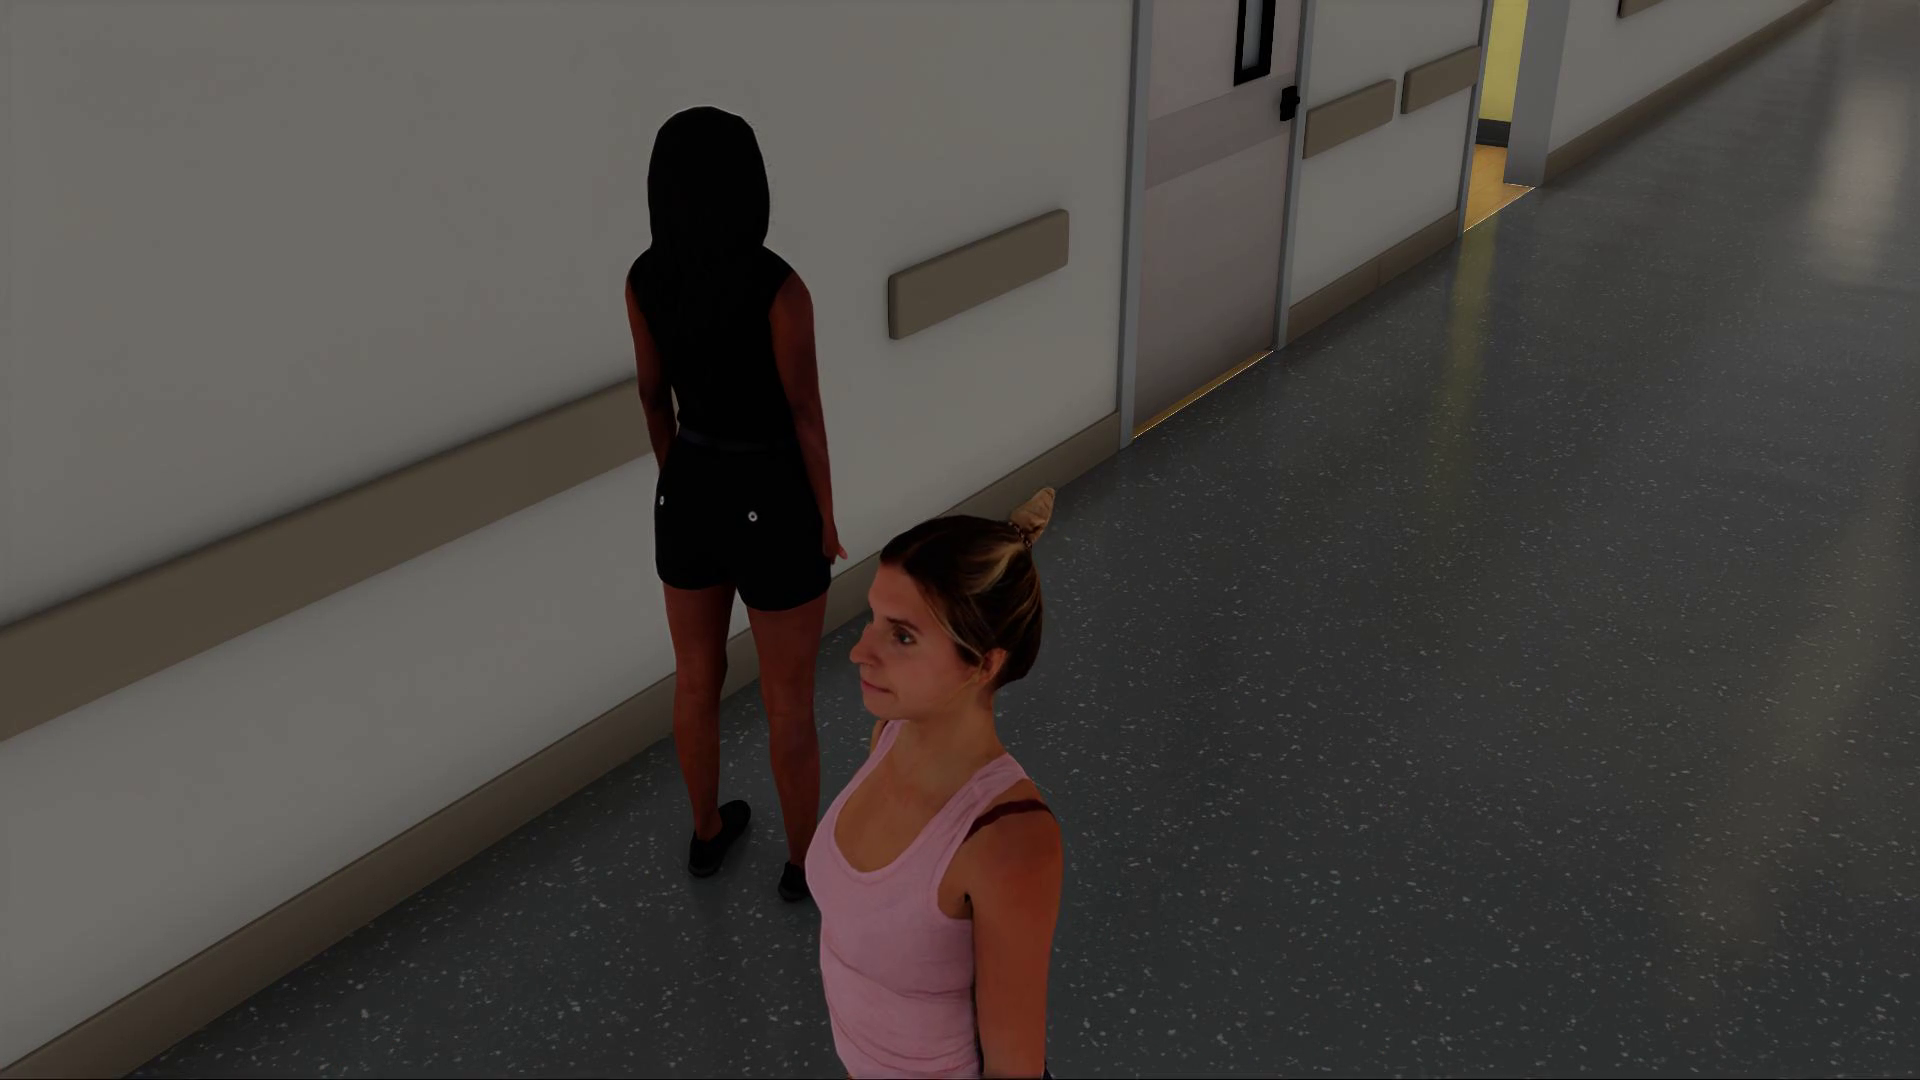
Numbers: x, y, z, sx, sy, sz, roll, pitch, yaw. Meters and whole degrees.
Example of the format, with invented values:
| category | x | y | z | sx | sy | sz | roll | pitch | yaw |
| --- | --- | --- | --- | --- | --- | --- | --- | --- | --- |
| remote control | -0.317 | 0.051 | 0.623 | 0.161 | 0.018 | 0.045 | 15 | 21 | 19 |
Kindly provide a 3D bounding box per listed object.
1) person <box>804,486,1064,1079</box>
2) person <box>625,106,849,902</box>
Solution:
| category | x | y | z | sx | sy | sz | roll | pitch | yaw |
| --- | --- | --- | --- | --- | --- | --- | --- | --- | --- |
| person | -0.012 | 0.712 | 2.085 | 0.723 | 1.628 | 0.637 | -11 | 28 | -22 |
| person | -0.465 | -0.031 | 3.495 | 0.505 | 1.740 | 0.690 | 12 | 28 | 23 |
